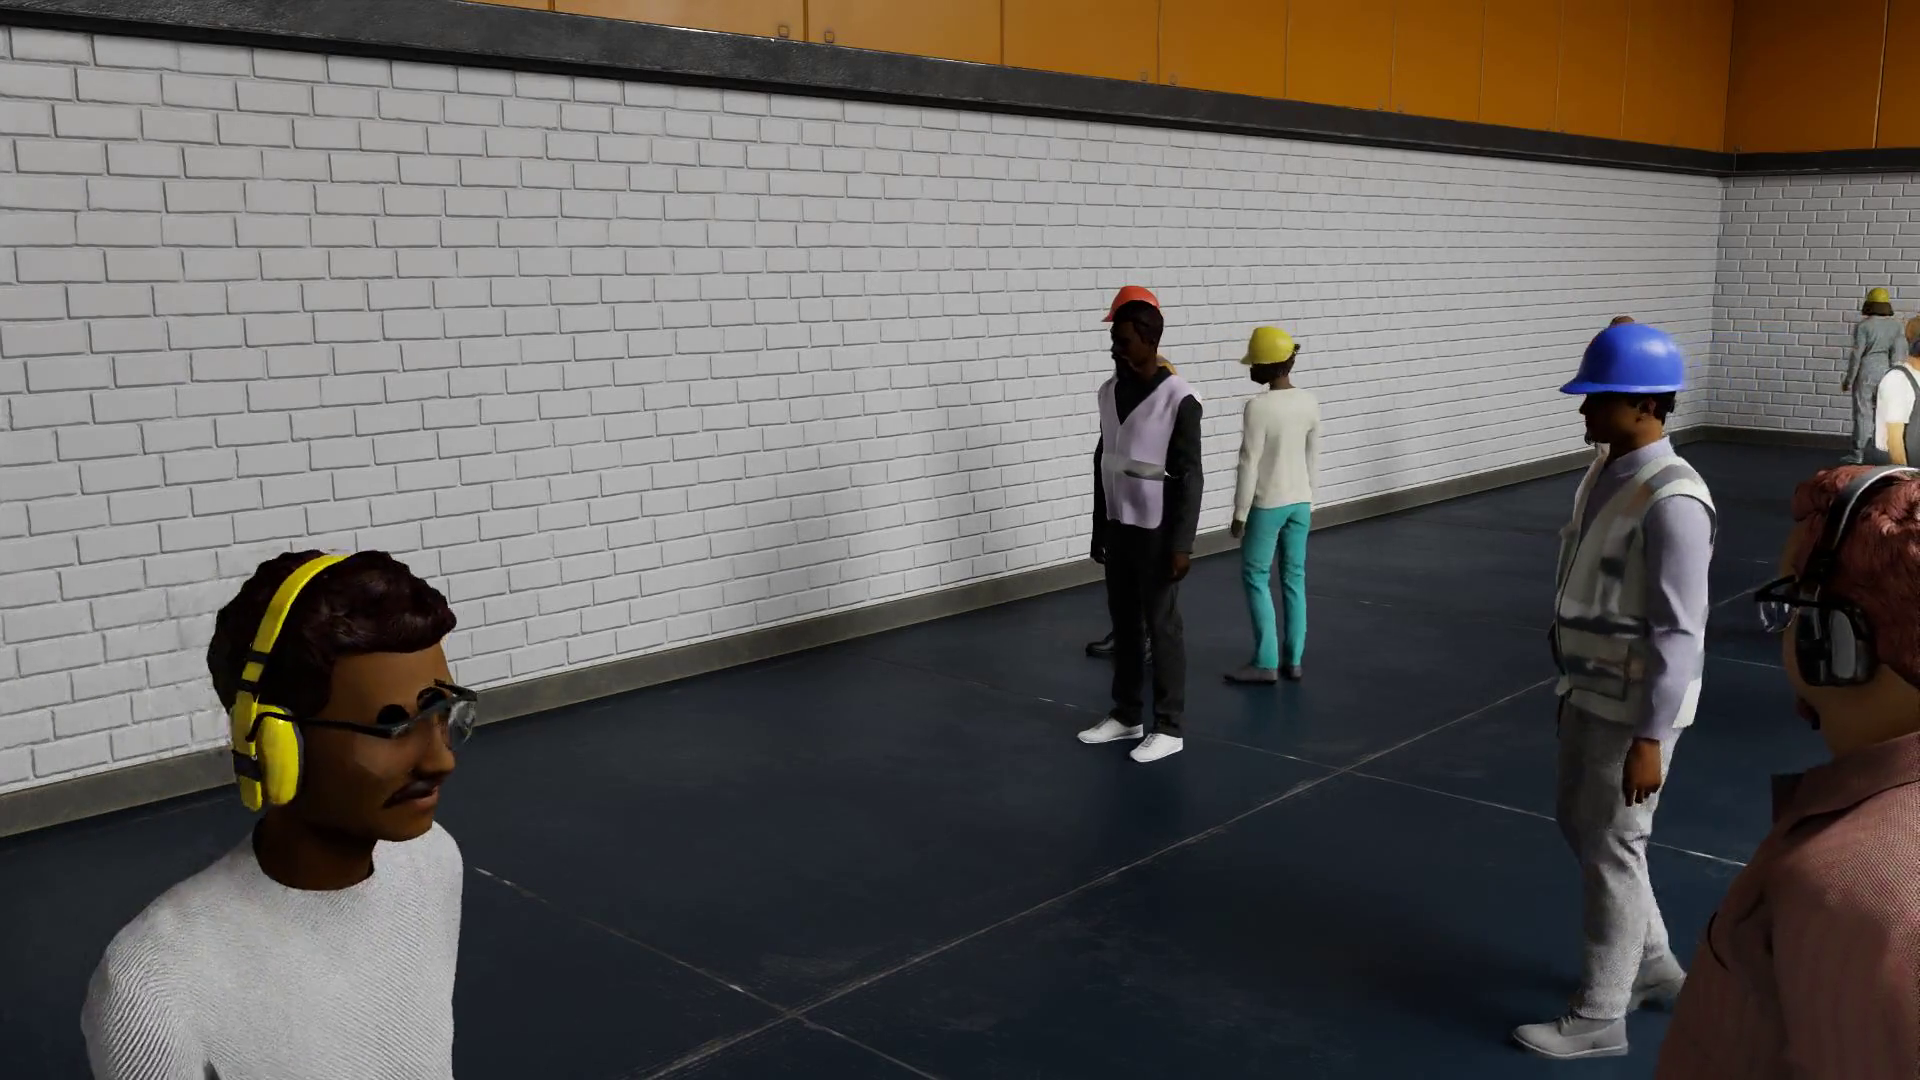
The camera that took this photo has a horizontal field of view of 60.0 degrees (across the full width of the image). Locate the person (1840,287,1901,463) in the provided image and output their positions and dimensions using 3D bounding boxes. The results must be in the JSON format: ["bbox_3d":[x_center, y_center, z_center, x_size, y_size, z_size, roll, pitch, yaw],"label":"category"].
[{"bbox_3d":[9.012,-1.623,16.468,0.522,1.739,0.314,-2,10,-9],"label":"person"}]

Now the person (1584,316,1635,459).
[{"bbox_3d":[4.820,-0.812,12.155,0.521,1.636,0.311,-2,10,-9],"label":"person"}]

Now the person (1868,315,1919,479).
[{"bbox_3d":[5.023,-0.289,8.735,0.517,1.792,0.976,-5,11,-28],"label":"person"}]

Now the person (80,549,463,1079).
[{"bbox_3d":[-0.710,0.911,1.745,0.548,1.851,0.556,3,10,17],"label":"person"}]

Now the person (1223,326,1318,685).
[{"bbox_3d":[1.547,-0.158,8.105,0.559,1.755,0.299,-7,12,-35],"label":"person"}]

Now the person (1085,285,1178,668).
[{"bbox_3d":[0.881,-0.315,8.464,0.361,1.939,0.542,-4,11,-23],"label":"person"}]

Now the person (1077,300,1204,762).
[{"bbox_3d":[0.775,-0.041,6.970,0.371,1.915,0.597,-7,12,-34],"label":"person"}]

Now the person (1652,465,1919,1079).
[{"bbox_3d":[0.969,0.864,1.854,0.402,1.902,0.652,9,13,42],"label":"person"}]

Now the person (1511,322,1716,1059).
[{"bbox_3d":[1.742,0.402,4.374,0.446,1.945,0.625,1,10,3],"label":"person"}]
